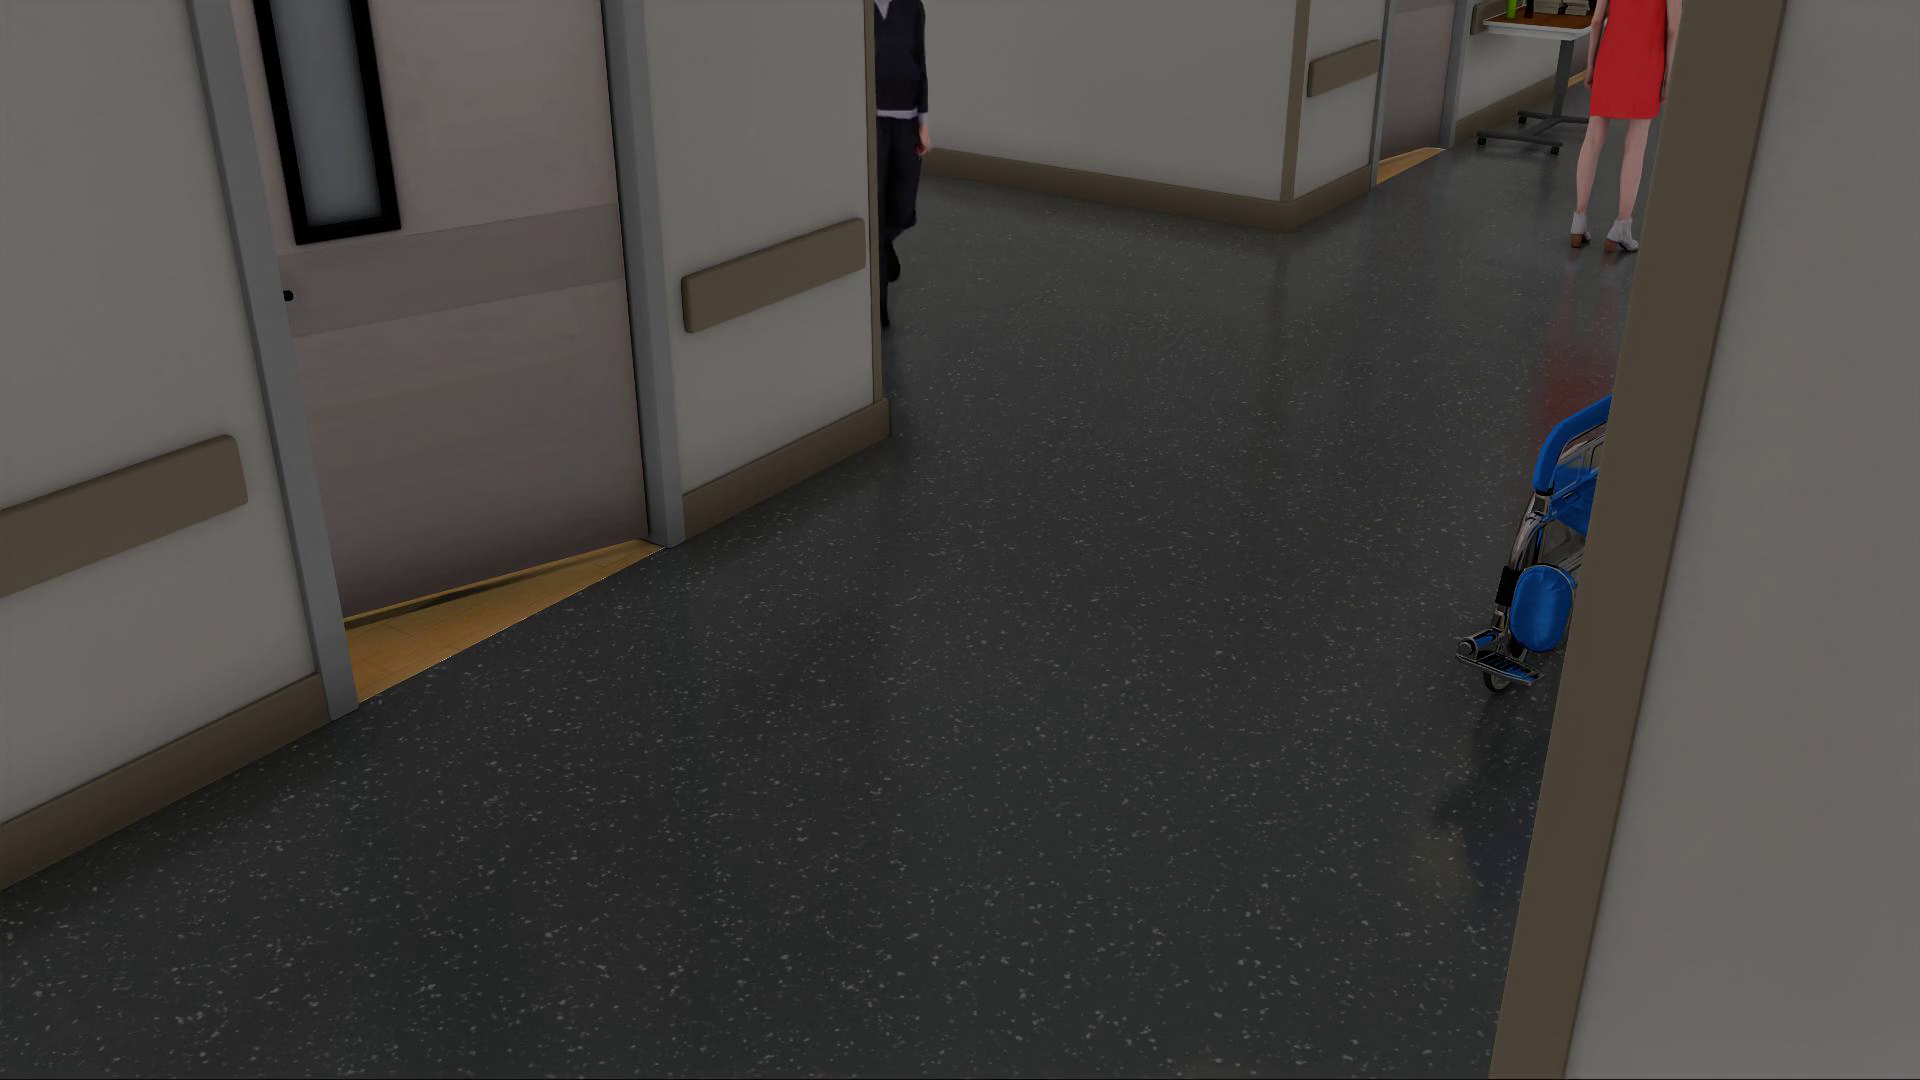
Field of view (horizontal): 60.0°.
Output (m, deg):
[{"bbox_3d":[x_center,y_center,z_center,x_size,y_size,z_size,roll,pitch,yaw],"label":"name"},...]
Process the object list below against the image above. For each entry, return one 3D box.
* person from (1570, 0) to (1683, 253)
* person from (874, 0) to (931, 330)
[{"bbox_3d":[3.445,-2.412,8.585,0.633,1.826,0.565,23,34,39],"label":"person"},{"bbox_3d":[-0.358,-1.863,7.522,0.918,1.760,0.968,-5,26,-10],"label":"person"}]
